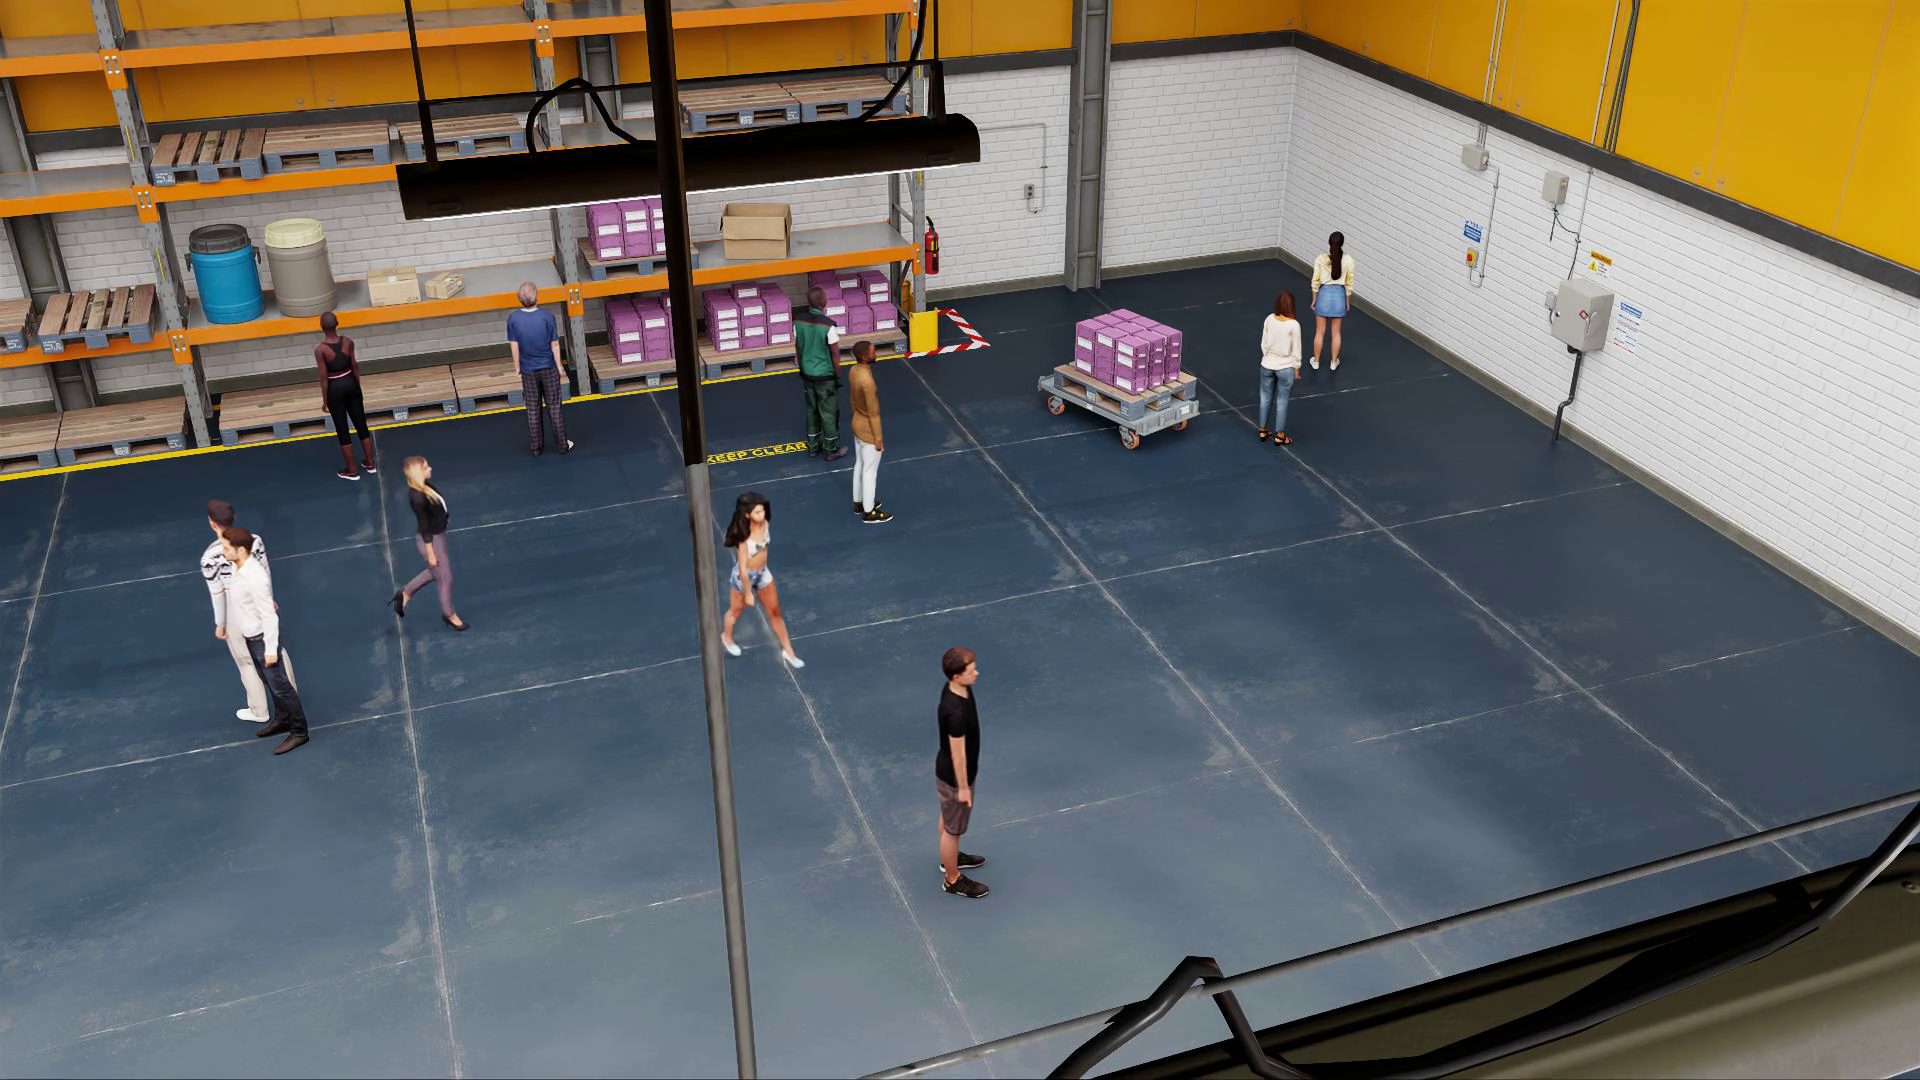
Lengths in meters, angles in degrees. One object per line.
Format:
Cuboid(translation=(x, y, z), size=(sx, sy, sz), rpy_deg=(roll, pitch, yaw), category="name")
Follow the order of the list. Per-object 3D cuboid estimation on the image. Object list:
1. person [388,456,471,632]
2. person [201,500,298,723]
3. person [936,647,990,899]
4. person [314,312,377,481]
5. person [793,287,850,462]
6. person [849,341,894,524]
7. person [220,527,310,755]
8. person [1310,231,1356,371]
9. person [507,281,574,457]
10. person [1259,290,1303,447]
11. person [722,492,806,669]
Cuboid(translation=(-4.502, 0.060, 13.919), size=(0.883, 1.656, 0.658), rpy_deg=(-6, 29, -11), category="person")
Cuboid(translation=(-5.509, 0.541, 12.824), size=(0.815, 1.860, 0.722), rpy_deg=(16, 32, 27), category="person")
Cuboid(translation=(-0.027, 1.506, 11.053), size=(0.724, 1.861, 0.757), rpy_deg=(0, 29, 0), category="person")
Cuboid(translation=(-6.144, -1.449, 16.580), size=(0.729, 1.757, 0.621), rpy_deg=(23, 36, 36), category="person")
Cuboid(translation=(-1.430, -1.696, 16.948), size=(0.787, 1.839, 0.826), rpy_deg=(16, 33, 27), category="person")
Cuboid(translation=(-0.889, -1.042, 15.771), size=(0.565, 1.816, 0.663), rpy_deg=(-13, 31, -22), category="person")
Cuboid(translation=(-5.225, 0.730, 12.466), size=(0.667, 1.870, 0.731), rpy_deg=(-22, 36, -35), category="person")
Cuboid(translation=(4.258, -2.750, 19.096), size=(0.662, 1.632, 0.784), rpy_deg=(4, 29, 7), category="person")
Cuboid(translation=(-4.305, -1.753, 17.017), size=(0.571, 1.872, 0.770), rpy_deg=(-3, 29, -5), category="person")
Cuboid(translation=(3.316, -1.794, 17.289), size=(0.696, 1.683, 0.688), rpy_deg=(25, 37, 38), category="person")
Cuboid(translation=(-1.752, 0.332, 13.508), size=(1.031, 1.572, 1.048), rpy_deg=(18, 33, 29), category="person")
